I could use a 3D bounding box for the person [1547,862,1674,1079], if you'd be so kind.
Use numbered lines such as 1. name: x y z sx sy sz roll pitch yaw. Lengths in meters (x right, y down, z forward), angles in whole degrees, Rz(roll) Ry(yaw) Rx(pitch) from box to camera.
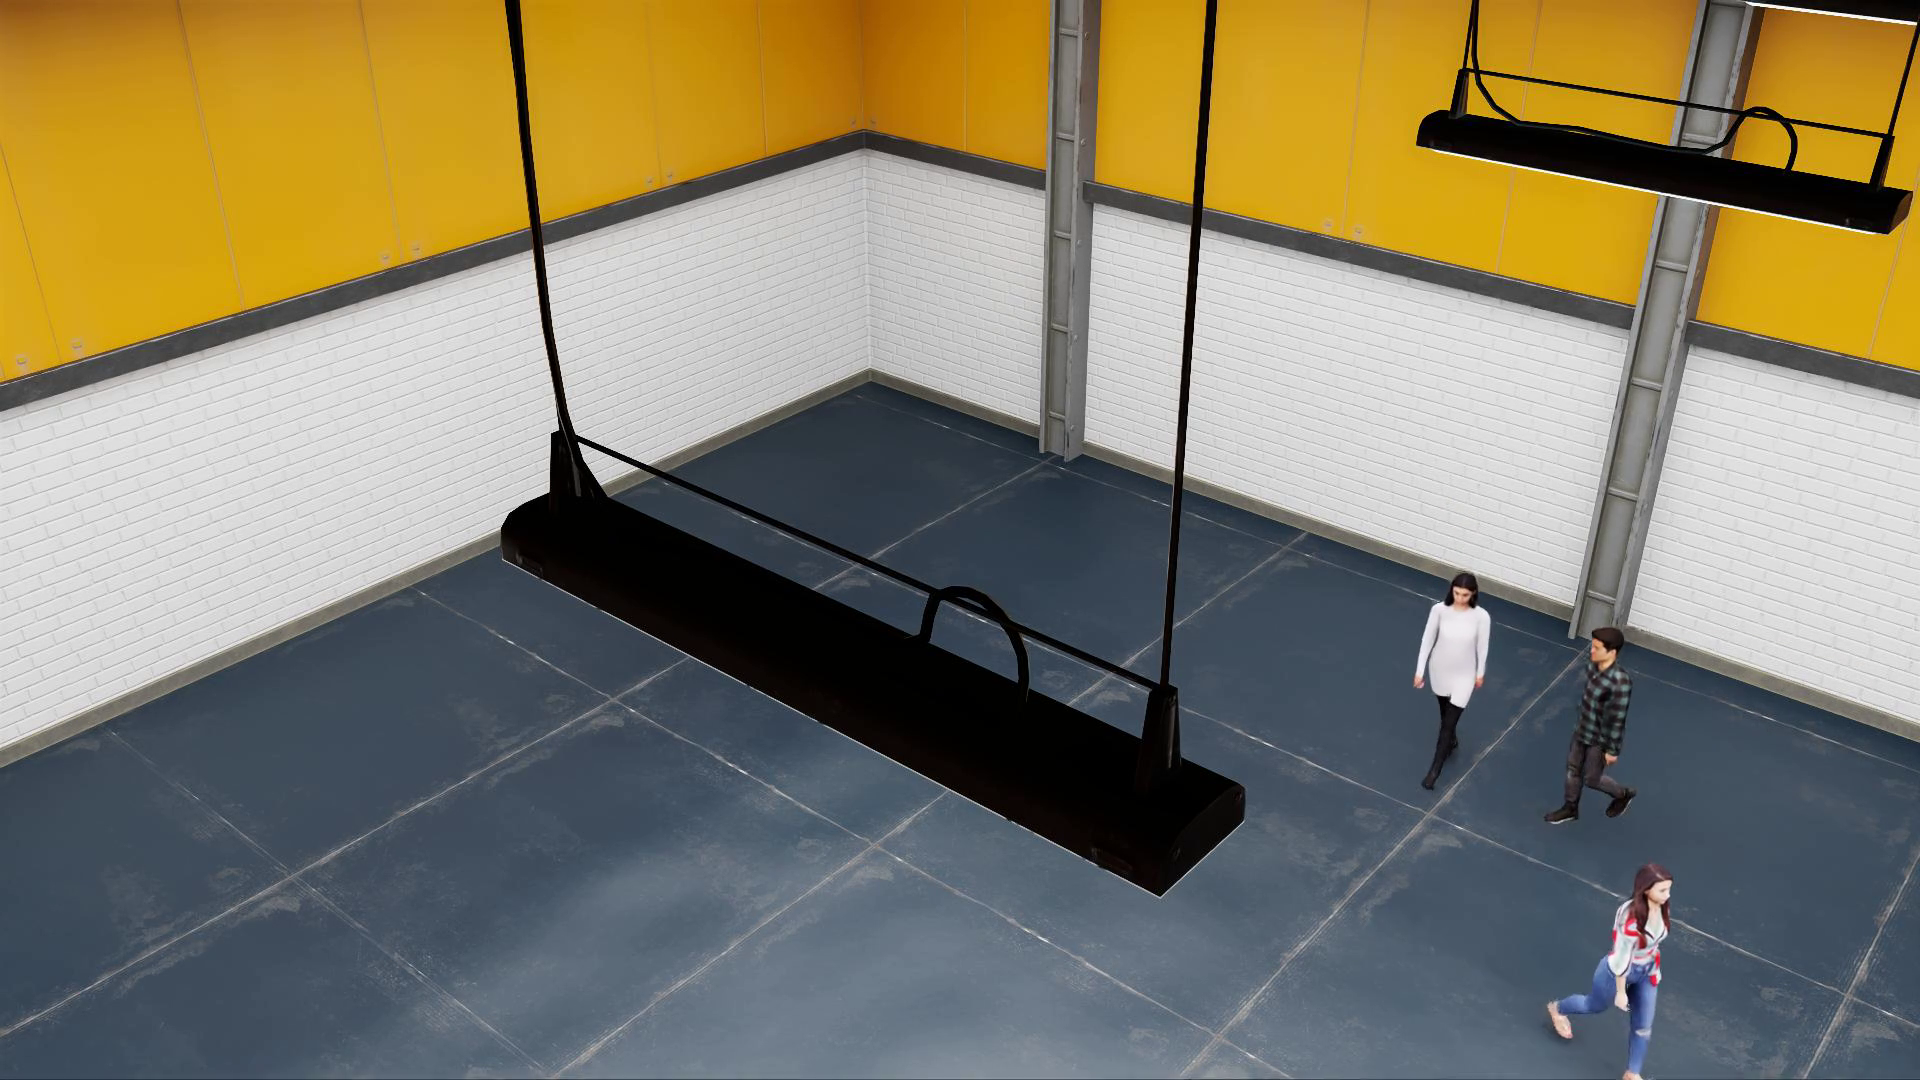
1. person: 3.992 2.593 10.141 0.891 1.584 1.135 -12 31 -21

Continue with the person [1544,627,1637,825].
1. person: 4.643 1.353 11.970 0.993 1.697 0.977 -3 29 -6

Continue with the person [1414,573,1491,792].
1. person: 3.837 1.013 12.858 1.099 1.756 0.791 17 33 28
